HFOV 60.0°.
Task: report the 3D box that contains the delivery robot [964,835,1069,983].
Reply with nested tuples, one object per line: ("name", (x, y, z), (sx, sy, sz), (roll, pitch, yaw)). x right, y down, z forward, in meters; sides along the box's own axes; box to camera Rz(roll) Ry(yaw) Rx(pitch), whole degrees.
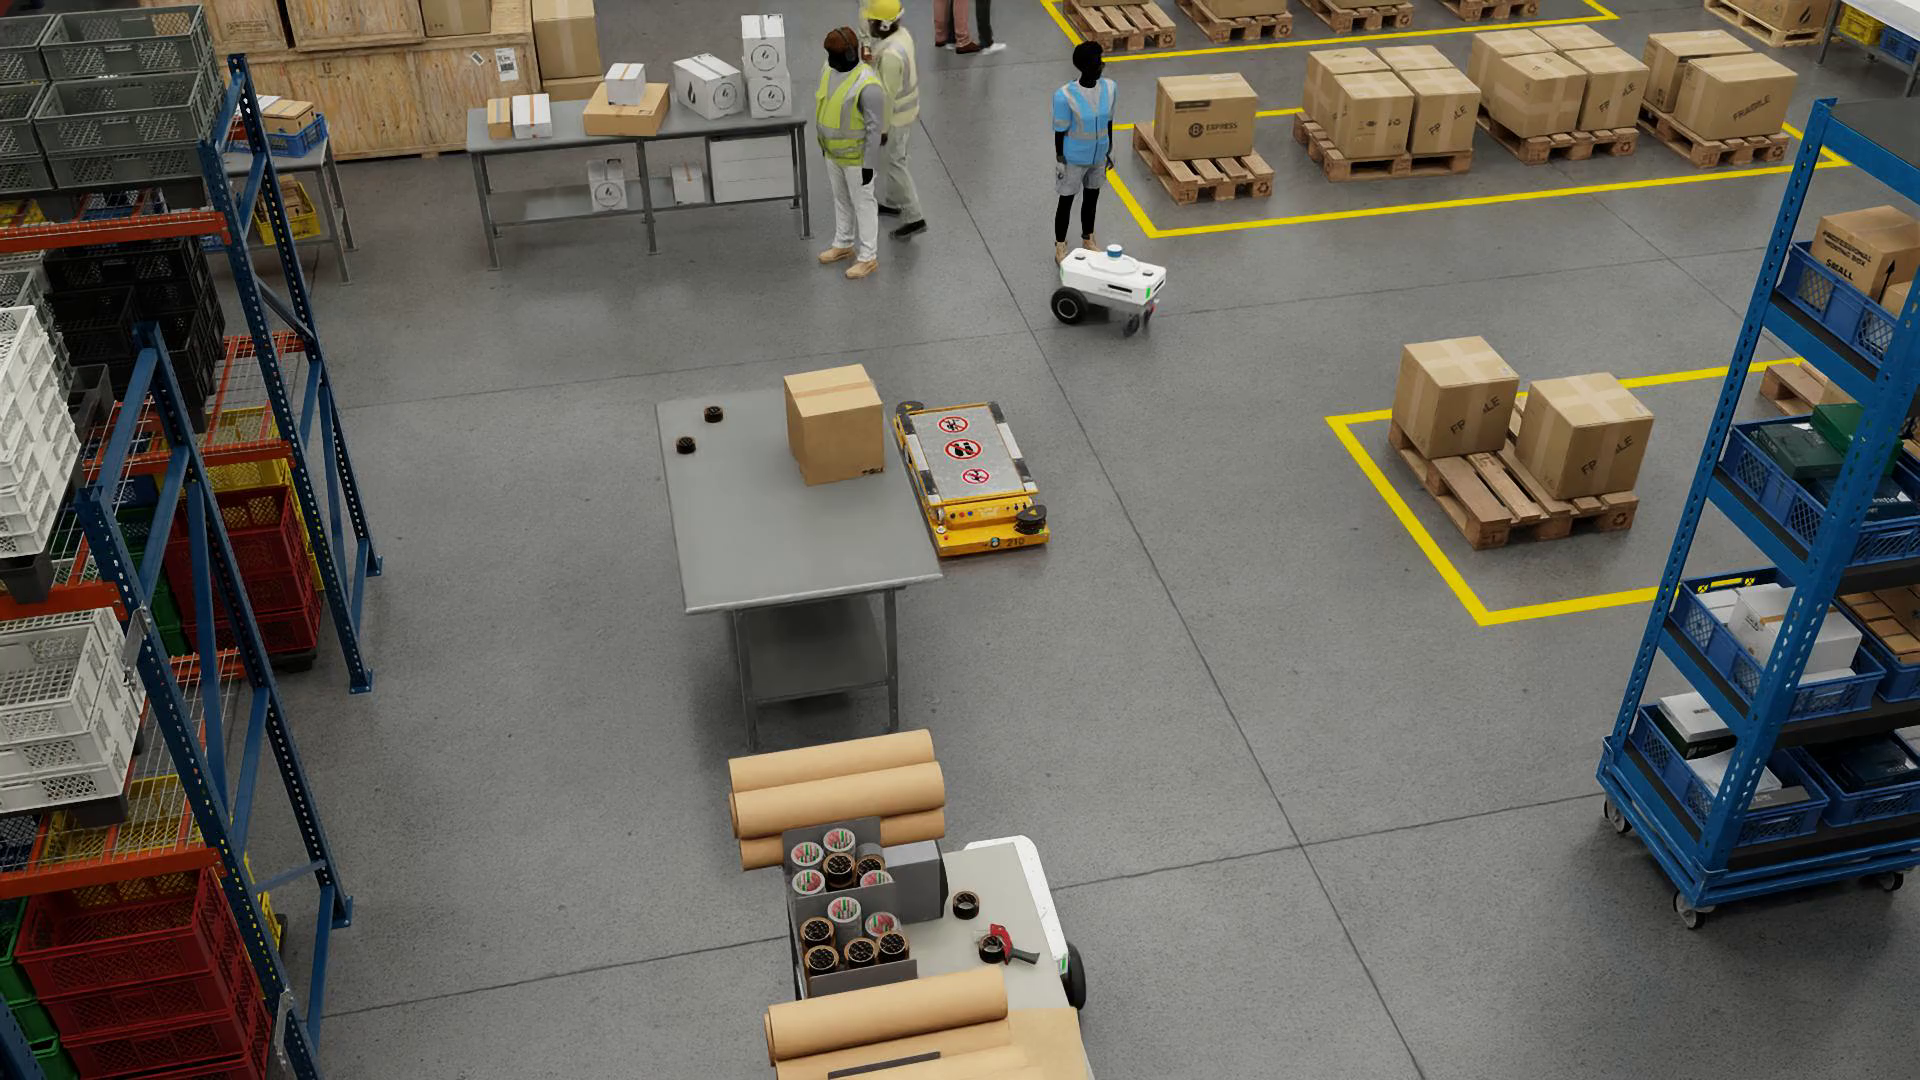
("delivery robot", (0.223, 1.590, 7.082), (0.477, 0.478, 0.707), (-7, 37, -9))

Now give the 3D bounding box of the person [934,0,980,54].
("person", (-0.036, -5.571, 15.654), (0.411, 1.913, 0.643), (-29, 45, -33))

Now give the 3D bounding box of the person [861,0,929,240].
("person", (-0.476, -3.248, 12.601), (0.500, 1.835, 0.728), (4, 37, 5))

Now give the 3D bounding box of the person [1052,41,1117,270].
("person", (0.901, -2.797, 12.100), (0.535, 1.700, 0.318), (-20, 41, -24))

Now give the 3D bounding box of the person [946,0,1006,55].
("person", (0.120, -5.538, 15.613), (0.613, 1.926, 0.420), (30, 46, 34))

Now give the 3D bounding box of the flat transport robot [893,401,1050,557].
("flat transport robot", (0.046, -0.430, 10.108), (0.652, 0.197, 1.431), (-8, 37, -10))

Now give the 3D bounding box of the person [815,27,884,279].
("person", (-0.811, -2.790, 11.979), (0.429, 1.838, 0.620), (-25, 43, -30))

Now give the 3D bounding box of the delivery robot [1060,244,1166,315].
("delivery robot", (1.076, -1.838, 11.689), (0.707, 0.478, 0.477), (17, 40, 22))
